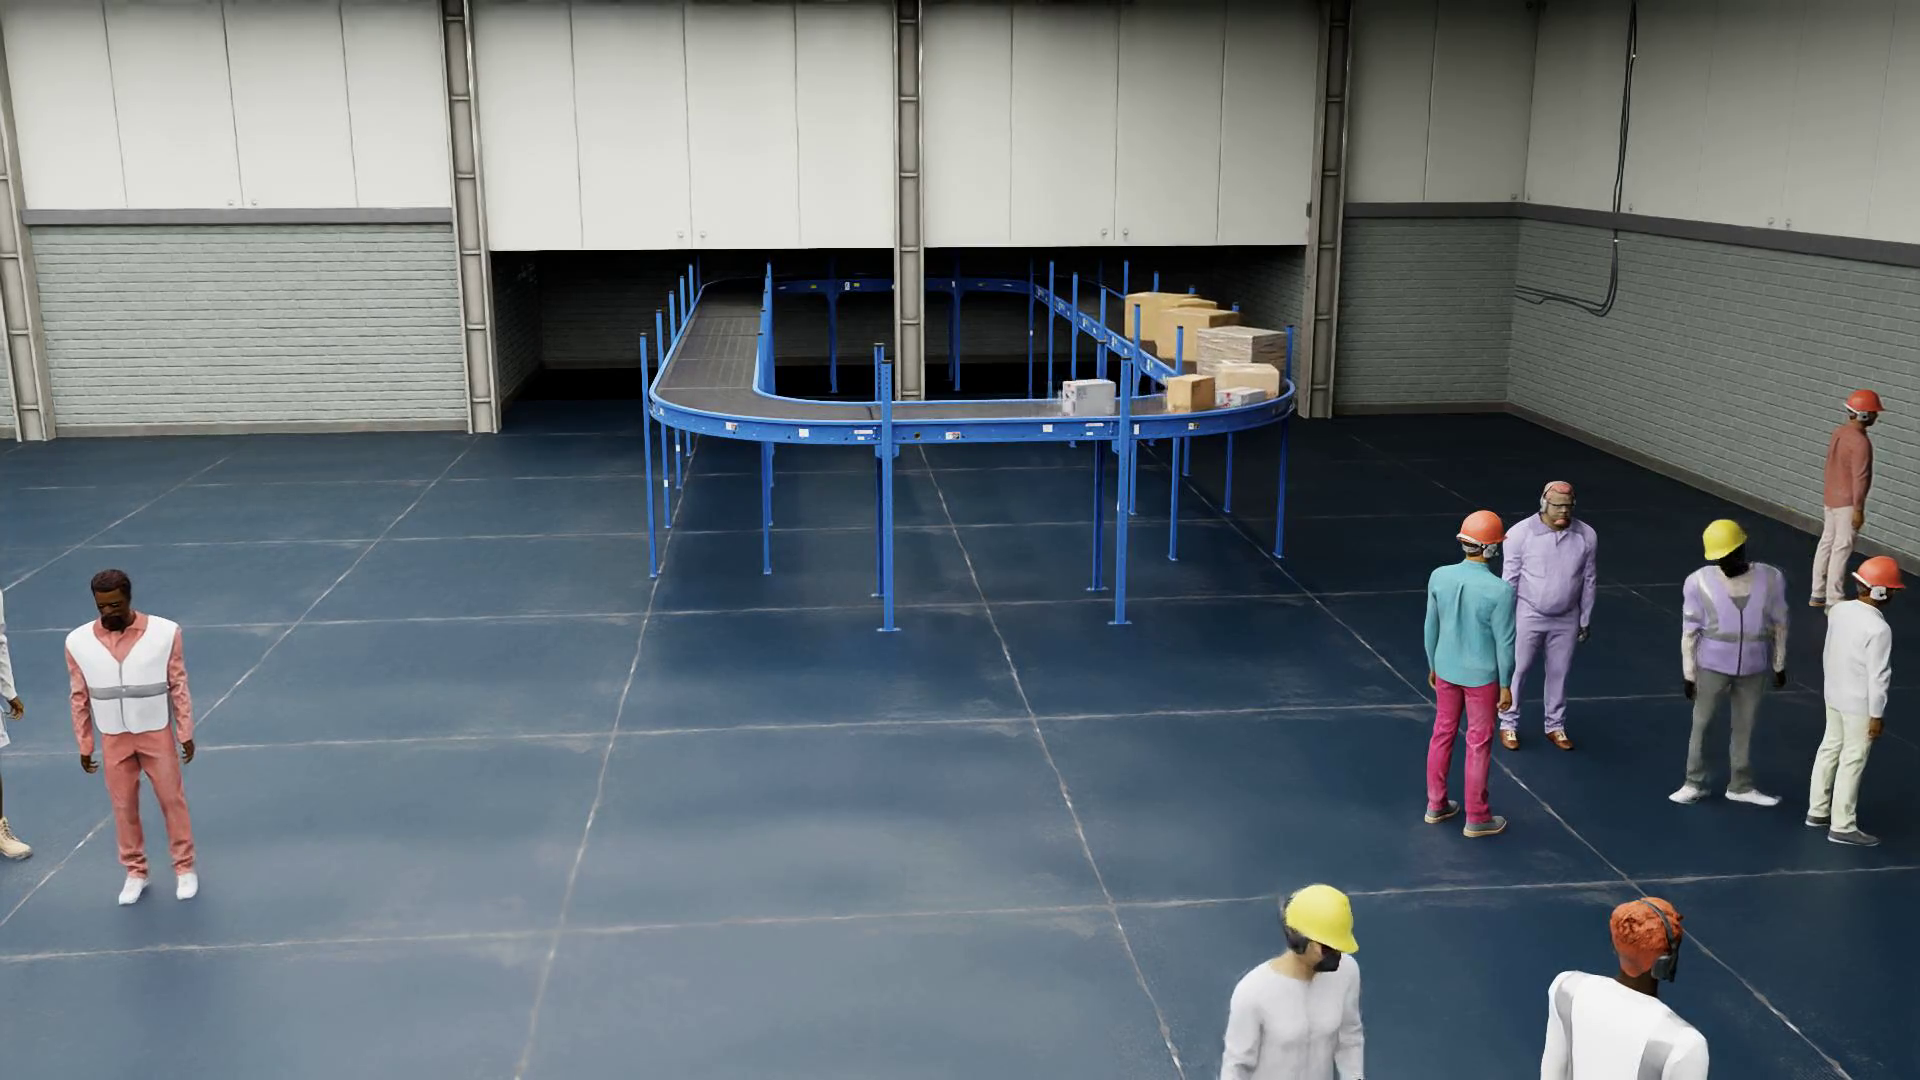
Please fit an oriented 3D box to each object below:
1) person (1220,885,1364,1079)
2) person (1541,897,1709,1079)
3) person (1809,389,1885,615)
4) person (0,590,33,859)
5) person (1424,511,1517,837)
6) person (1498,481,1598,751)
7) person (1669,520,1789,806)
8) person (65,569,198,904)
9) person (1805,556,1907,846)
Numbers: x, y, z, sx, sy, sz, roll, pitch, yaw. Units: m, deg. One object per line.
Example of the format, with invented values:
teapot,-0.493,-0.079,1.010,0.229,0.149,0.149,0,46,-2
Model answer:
person,1.143,1.989,5.821,0.563,1.738,0.448,-6,15,-22
person,2.124,2.032,5.345,0.354,1.883,0.573,-9,17,-32
person,7.786,-0.335,14.587,0.395,1.994,0.612,1,14,5
person,-5.678,0.914,9.513,0.392,2.033,0.605,8,16,29
person,3.083,0.799,10.049,0.379,1.996,0.611,-11,18,-36
person,4.011,0.524,11.364,0.641,1.899,0.395,0,14,0
person,4.854,0.786,10.352,0.731,1.879,0.393,2,14,9
person,-4.546,1.064,9.176,0.600,1.907,0.387,-4,15,-16
person,5.388,0.946,9.958,0.346,1.746,0.573,0,14,-1
